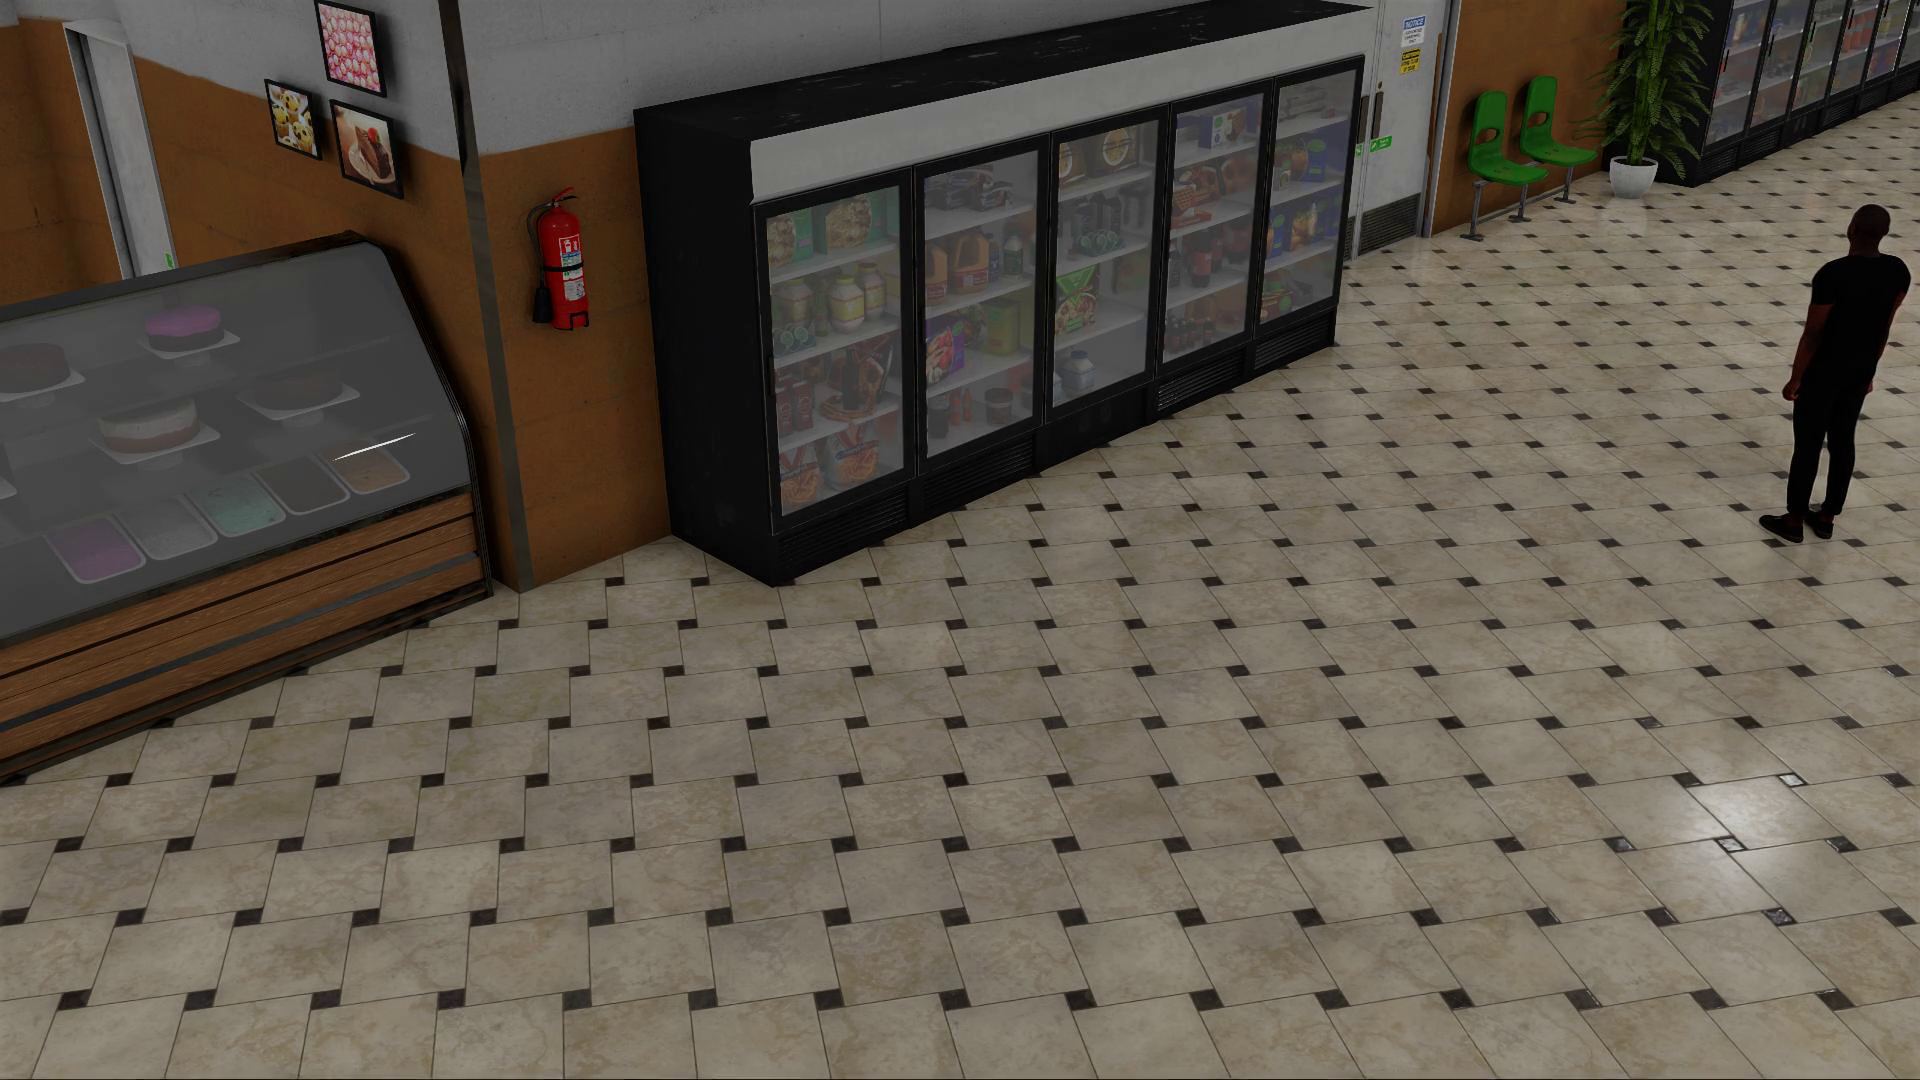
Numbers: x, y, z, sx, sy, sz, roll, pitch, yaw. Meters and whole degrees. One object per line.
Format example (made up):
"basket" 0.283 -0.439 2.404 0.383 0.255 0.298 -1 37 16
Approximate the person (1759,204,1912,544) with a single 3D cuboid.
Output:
"person" 4.591 -0.860 8.714 0.747 1.819 0.774 -3 27 -7
